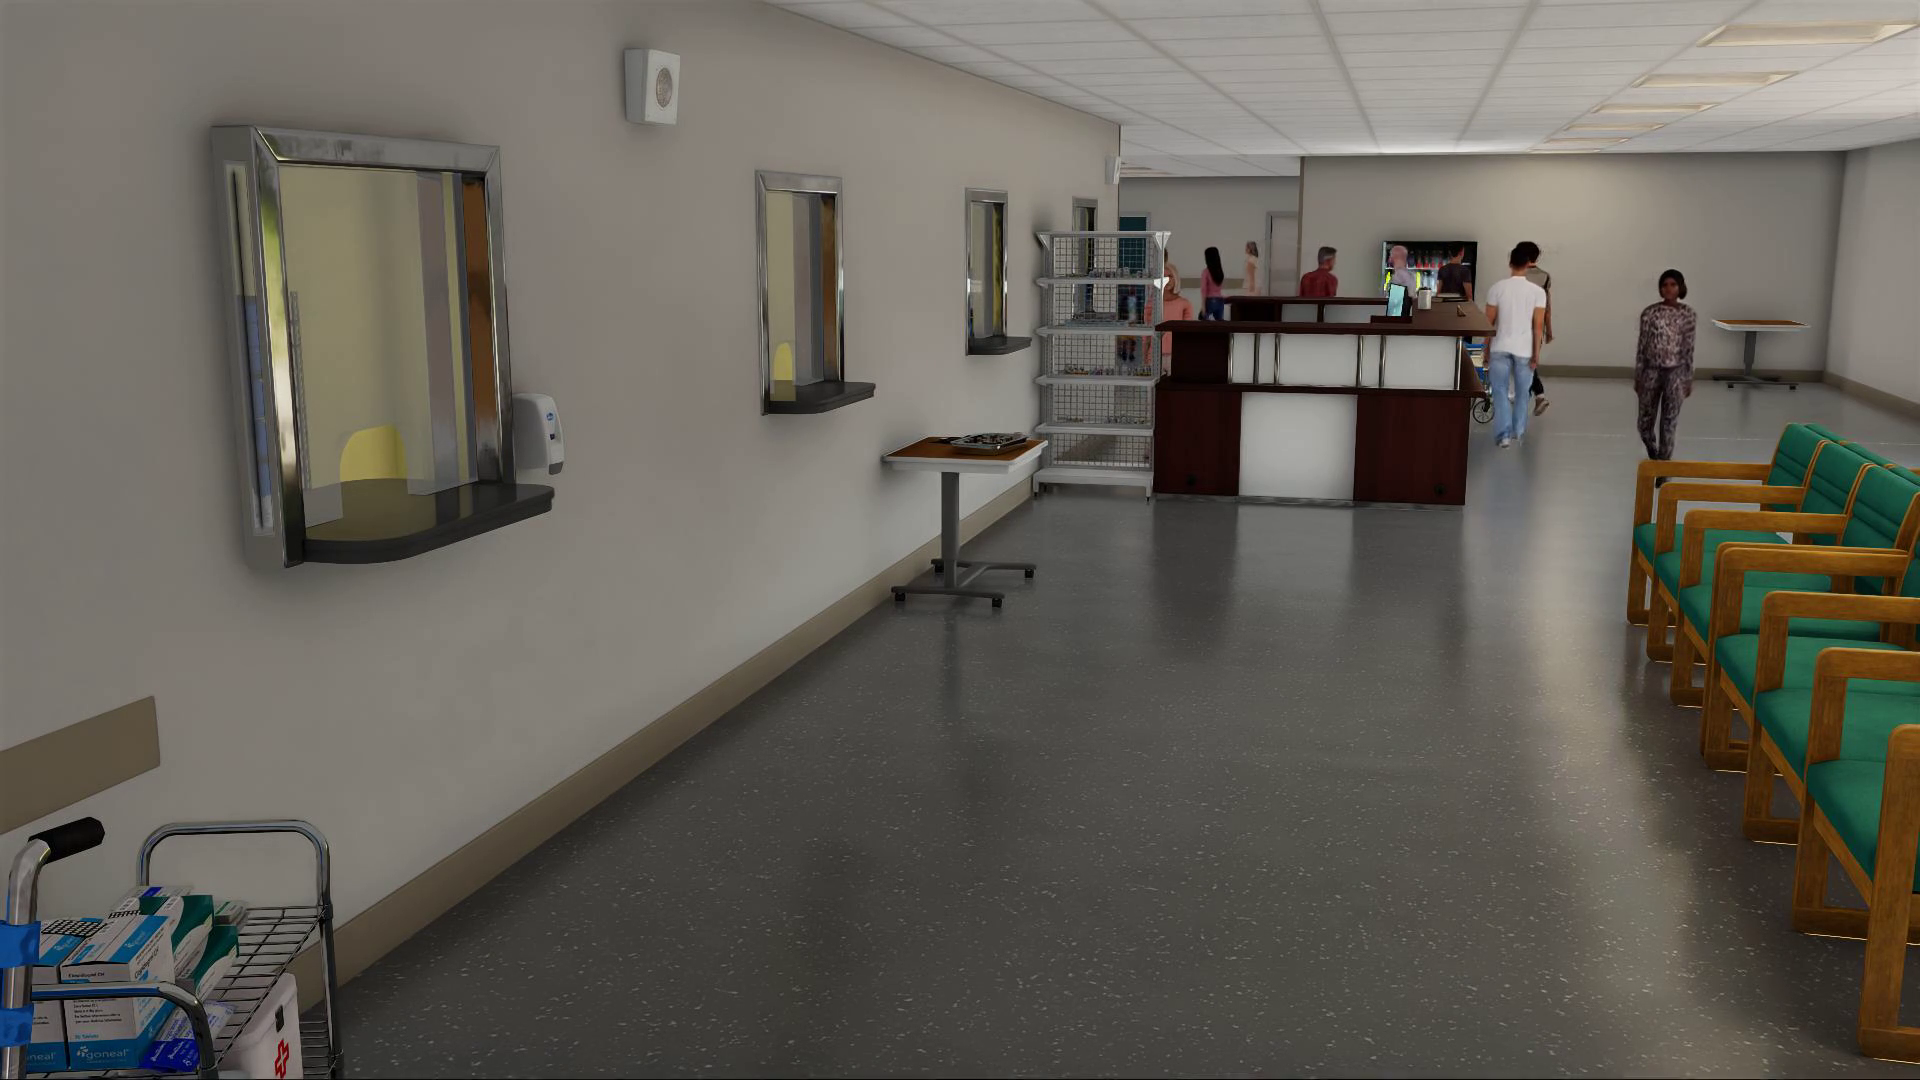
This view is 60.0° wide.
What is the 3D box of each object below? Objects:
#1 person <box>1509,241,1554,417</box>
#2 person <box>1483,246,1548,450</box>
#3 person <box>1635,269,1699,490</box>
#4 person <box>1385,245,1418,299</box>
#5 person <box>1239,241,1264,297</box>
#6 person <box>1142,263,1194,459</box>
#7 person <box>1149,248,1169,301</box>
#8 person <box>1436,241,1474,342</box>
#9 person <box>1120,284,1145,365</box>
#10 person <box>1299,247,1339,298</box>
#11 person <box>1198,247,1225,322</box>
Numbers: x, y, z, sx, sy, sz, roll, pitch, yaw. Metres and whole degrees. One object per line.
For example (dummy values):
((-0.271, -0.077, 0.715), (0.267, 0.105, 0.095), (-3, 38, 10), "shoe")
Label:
((6.114, -2.237, 17.812), (1.187, 1.858, 1.141), (-3, 11, -16), "person")
((5.033, -1.713, 15.157), (1.032, 1.820, 0.751), (3, 11, 16), "person")
((5.548, -1.265, 13.108), (0.849, 1.704, 0.711), (4, 12, 21), "person")
((5.043, -2.369, 18.704), (1.302, 1.786, 1.056), (9, 14, 41), "person")
((5.787, -4.927, 32.468), (1.165, 1.679, 0.702), (4, 12, 21), "person")
((1.837, -1.588, 14.753), (0.444, 1.724, 0.653), (2, 11, 13), "person")
((2.844, -3.216, 23.377), (1.088, 1.709, 0.732), (1, 11, 5), "person")
((6.244, -2.854, 21.087), (0.793, 1.850, 0.677), (-10, 14, -41), "person")
((2.562, -3.287, 24.932), (0.633, 1.267, 0.691), (-1, 11, -7), "person")
((3.880, -2.338, 18.546), (1.340, 1.785, 1.229), (-6, 13, -31), "person")
((3.756, -3.396, 24.338), (1.087, 1.703, 1.113), (-6, 12, -29), "person")
